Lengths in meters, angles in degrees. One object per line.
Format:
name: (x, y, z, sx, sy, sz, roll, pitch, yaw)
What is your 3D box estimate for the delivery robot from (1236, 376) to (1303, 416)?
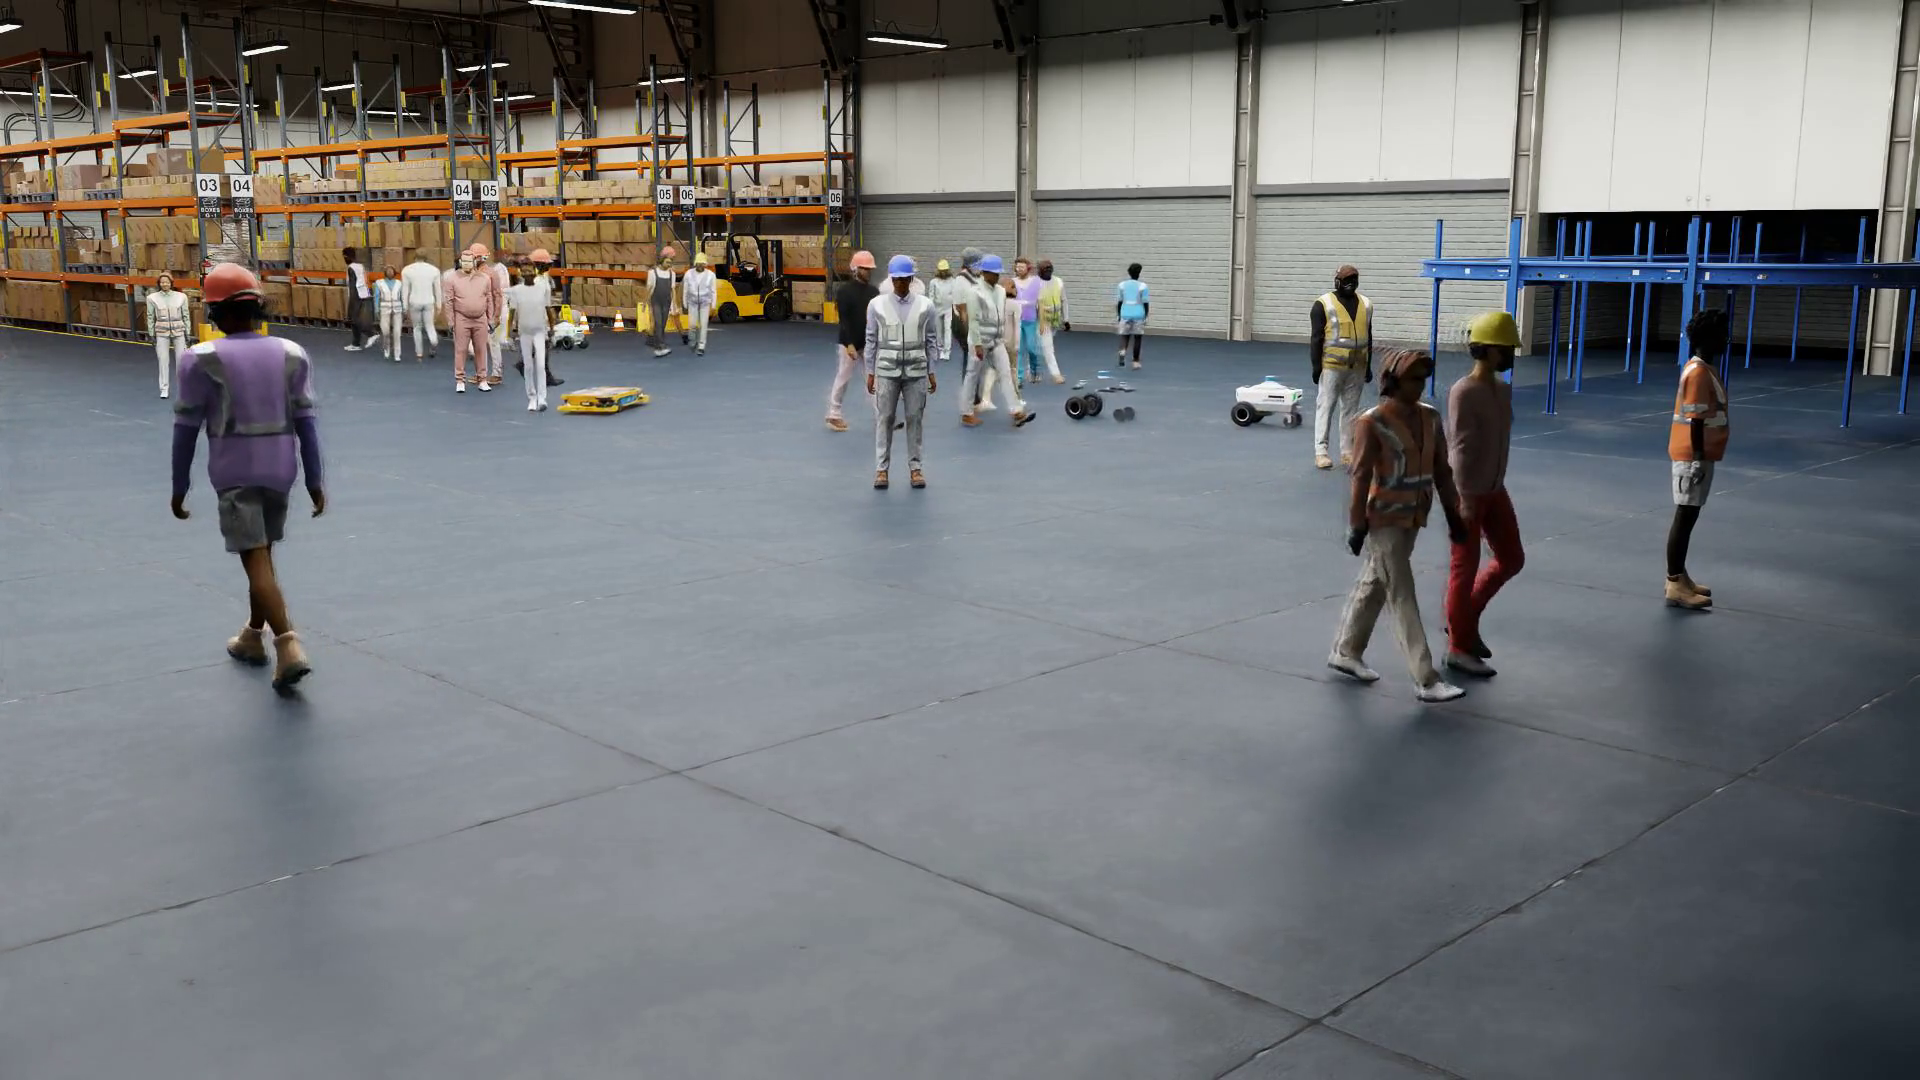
delivery robot: (3.469, -1.597, 18.649, 0.707, 0.478, 0.477, 5, 11, 25)

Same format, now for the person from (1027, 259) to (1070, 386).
person: (1.214, -3.112, 23.727, 0.627, 1.781, 0.991, -7, 12, -33)

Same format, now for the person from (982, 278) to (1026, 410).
person: (0.517, -2.392, 20.282, 0.512, 1.596, 0.827, 7, 12, 32)

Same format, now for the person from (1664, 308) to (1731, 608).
person: (4.243, -0.477, 9.566, 0.315, 1.696, 0.549, 5, 11, 24)

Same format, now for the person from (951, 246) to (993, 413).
person: (0.170, -2.545, 20.022, 0.544, 2.000, 0.716, 3, 11, 14)

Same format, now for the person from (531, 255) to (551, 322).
person: (-8.087, -4.610, 31.762, 0.597, 1.821, 0.590, 6, 12, 29)

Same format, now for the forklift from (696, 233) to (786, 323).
forklift: (-5.496, -6.489, 41.108, 2.313, 2.155, 1.214, -10, 14, -44)

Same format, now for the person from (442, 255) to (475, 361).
person: (-8.466, -3.949, 28.279, 0.618, 1.782, 0.996, -3, 11, -18)

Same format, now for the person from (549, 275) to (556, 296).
person: (-11.616, -7.378, 46.690, 0.545, 1.883, 0.727, 4, 11, 19)

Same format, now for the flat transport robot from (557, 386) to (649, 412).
flat transport robot: (-4.372, -1.733, 20.424, 0.652, 0.197, 1.431, 2, 11, 8)

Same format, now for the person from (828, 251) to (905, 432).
person: (-1.058, -2.119, 17.874, 0.617, 1.940, 1.042, -9, 14, -42)

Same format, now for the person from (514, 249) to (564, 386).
person: (-5.970, -3.143, 23.493, 0.604, 1.926, 0.569, -2, 11, -9)

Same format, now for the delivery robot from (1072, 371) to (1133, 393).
delivery robot: (1.654, -1.847, 19.305, 0.698, 0.223, 0.335, 6, 12, 29)

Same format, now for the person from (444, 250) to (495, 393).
person: (-6.631, -2.961, 22.550, 0.650, 1.904, 0.401, -6, 12, -30)

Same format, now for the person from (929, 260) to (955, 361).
person: (-0.277, -3.914, 28.324, 0.493, 1.693, 0.908, 0, 10, -1)

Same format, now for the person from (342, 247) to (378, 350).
person: (-11.112, -4.457, 30.713, 0.559, 1.901, 0.615, -1, 10, -5)

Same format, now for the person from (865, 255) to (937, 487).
person: (-0.493, -1.417, 14.009, 0.615, 1.945, 0.405, -1, 10, -7)

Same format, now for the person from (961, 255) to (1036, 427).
person: (0.368, -2.161, 18.223, 0.629, 1.886, 0.998, -10, 14, -44)

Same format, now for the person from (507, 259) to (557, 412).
person: (-5.134, -2.439, 19.915, 0.571, 1.821, 0.940, -2, 11, -13)

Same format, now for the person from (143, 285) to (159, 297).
person: (-18.640, -5.841, 38.486, 0.528, 1.832, 0.879, -10, 14, -42)

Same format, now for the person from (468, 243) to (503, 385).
person: (-6.790, -3.214, 23.678, 0.618, 1.993, 0.396, 6, 12, 30)

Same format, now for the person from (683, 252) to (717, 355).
person: (-4.596, -4.173, 29.397, 0.604, 1.810, 0.444, -1, 10, -4)

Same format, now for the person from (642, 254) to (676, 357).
person: (-5.193, -4.075, 28.948, 0.598, 1.783, 0.884, -7, 12, -33)

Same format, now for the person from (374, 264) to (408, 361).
person: (-9.571, -3.830, 28.014, 0.534, 1.626, 0.365, -4, 11, -23)

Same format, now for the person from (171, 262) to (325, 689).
person: (-3.353, -0.313, 7.899, 1.068, 1.995, 0.631, 10, 15, 44)

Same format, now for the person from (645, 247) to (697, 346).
person: (-5.594, -4.654, 31.850, 1.050, 1.878, 0.560, -6, 12, -30)

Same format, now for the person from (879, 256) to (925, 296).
person: (-0.771, -2.680, 21.172, 0.664, 1.855, 0.695, -5, 12, -26)

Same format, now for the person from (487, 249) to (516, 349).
person: (-8.614, -4.499, 31.062, 0.522, 1.856, 0.665, 0, 10, -3)

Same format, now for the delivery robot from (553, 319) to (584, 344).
delivery robot: (-7.403, -3.901, 31.217, 0.707, 0.478, 0.477, 6, 12, 28)

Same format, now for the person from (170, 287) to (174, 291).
person: (-19.643, -6.309, 41.021, 0.591, 1.867, 0.764, -9, 14, -40)

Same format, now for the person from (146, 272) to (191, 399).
person: (-10.311, -2.668, 21.703, 0.508, 1.629, 0.318, -5, 12, -27)

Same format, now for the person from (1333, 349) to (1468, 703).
person: (2.041, -0.074, 7.644, 0.528, 1.590, 0.854, -8, 13, -36)

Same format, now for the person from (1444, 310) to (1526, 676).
person: (2.518, -0.222, 8.019, 0.538, 1.756, 0.345, -9, 14, -41)

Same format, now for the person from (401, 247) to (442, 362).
person: (-9.009, -3.941, 27.881, 0.645, 1.920, 0.615, -5, 12, -27)

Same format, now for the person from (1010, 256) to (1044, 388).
person: (0.904, -3.055, 23.284, 0.579, 1.820, 0.744, 2, 11, 13)

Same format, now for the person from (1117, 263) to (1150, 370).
person: (2.723, -3.524, 26.214, 0.543, 1.679, 0.431, 5, 11, 23)

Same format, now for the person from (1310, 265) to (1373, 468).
person: (3.507, -1.588, 15.228, 0.633, 1.842, 0.429, -3, 11, -18)

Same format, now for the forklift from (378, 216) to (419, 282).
forklift: (-17.868, -9.201, 54.028, 1.873, 2.768, 1.129, -10, 14, -44)
